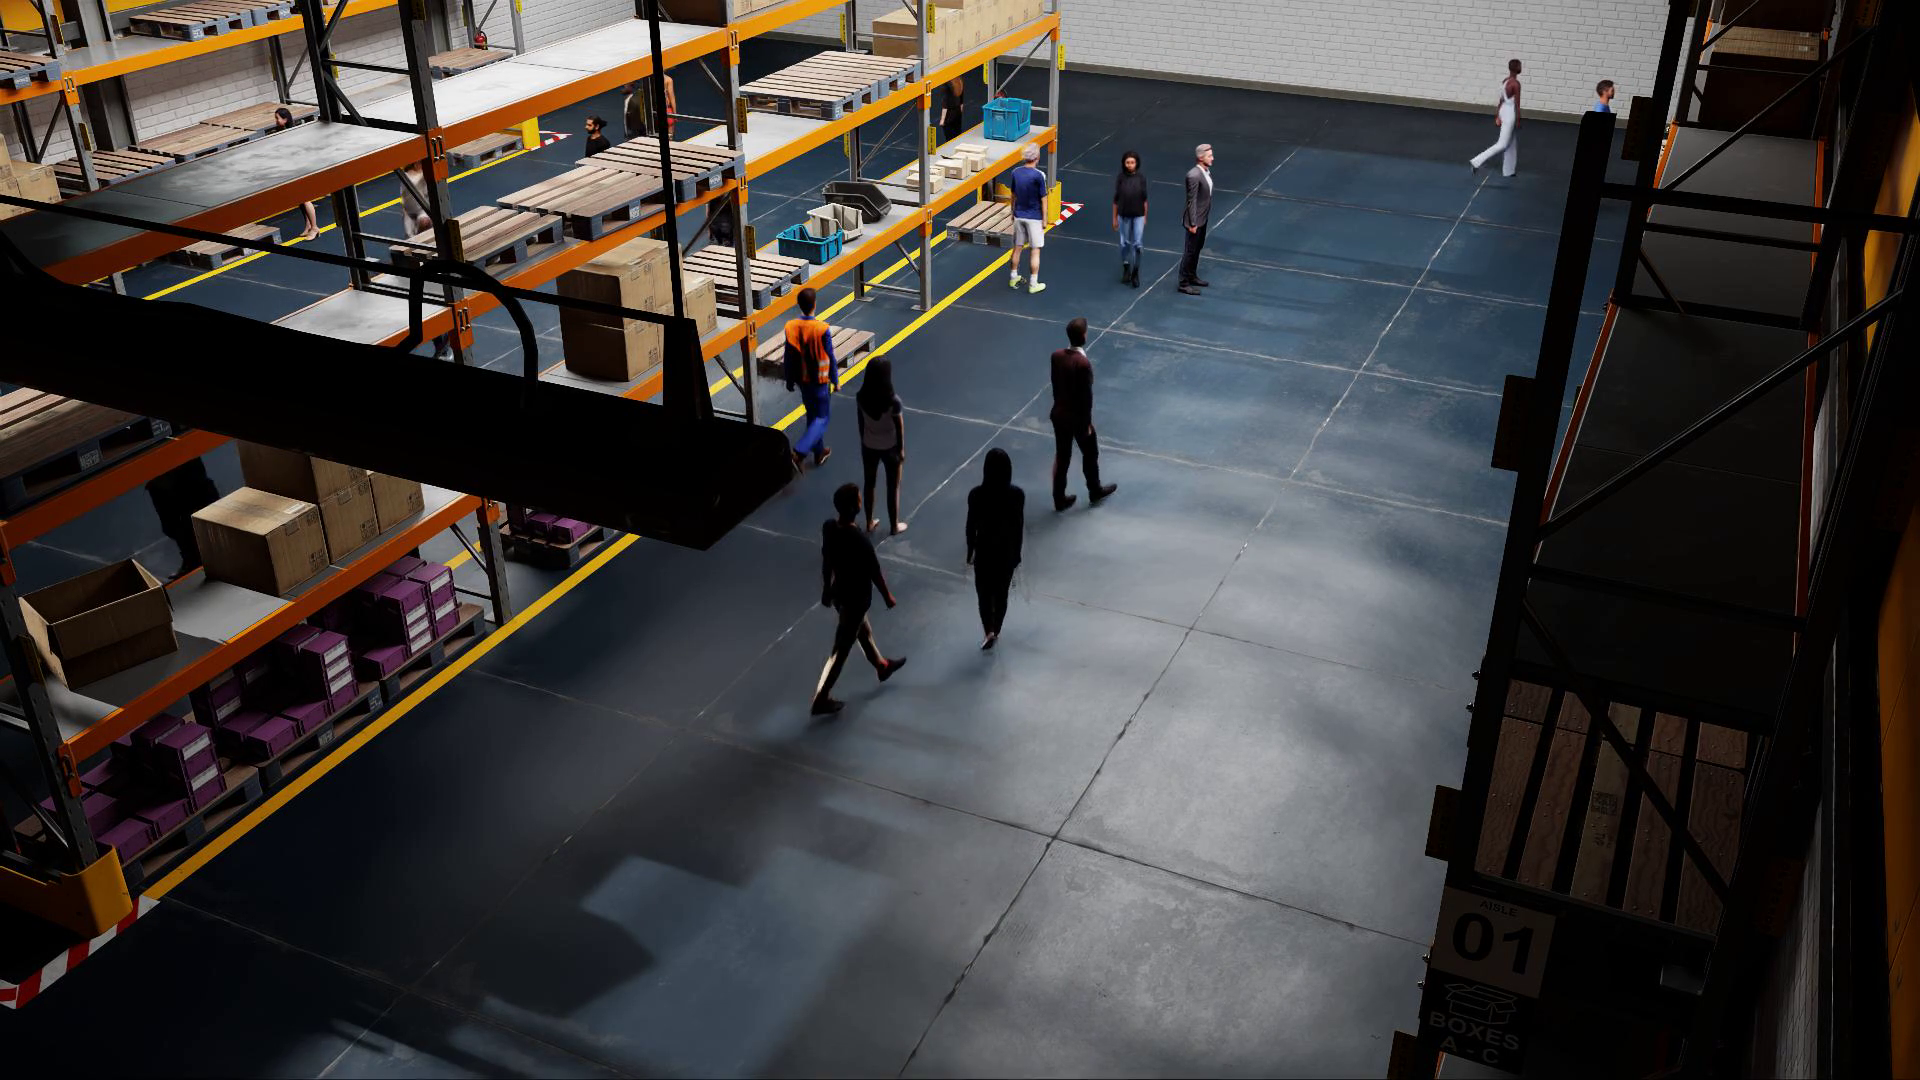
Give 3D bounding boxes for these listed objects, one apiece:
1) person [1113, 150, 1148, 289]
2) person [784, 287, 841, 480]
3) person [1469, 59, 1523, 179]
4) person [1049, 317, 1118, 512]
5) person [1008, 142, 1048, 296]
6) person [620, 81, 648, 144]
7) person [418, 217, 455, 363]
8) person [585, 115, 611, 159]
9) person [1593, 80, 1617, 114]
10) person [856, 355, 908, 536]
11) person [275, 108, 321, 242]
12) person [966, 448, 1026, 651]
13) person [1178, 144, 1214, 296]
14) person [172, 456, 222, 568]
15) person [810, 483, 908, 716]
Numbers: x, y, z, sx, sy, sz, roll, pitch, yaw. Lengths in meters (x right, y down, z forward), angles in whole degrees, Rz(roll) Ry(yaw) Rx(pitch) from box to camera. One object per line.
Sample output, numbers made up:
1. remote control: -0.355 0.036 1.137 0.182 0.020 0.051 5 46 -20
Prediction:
1. person: 2.121 -4.035 20.708 0.710 1.687 0.827 3 29 5
2. person: -1.439 -1.465 15.839 0.731 1.839 1.096 14 32 24
3. person: 7.995 -6.166 24.543 1.002 1.755 1.062 -5 29 -8
4. person: 0.980 -1.103 15.163 1.038 1.849 0.911 -24 37 -37
5. person: 0.836 -3.956 20.414 0.711 1.830 0.644 19 34 31
6. person: -4.496 -5.628 23.543 1.267 1.769 1.054 -19 34 -30
7. person: -5.760 -2.656 18.153 0.589 1.712 0.721 11 30 19
8. person: -4.726 -4.717 21.885 0.717 1.758 0.718 -22 35 -34
9. person: 8.819 -5.457 23.131 0.723 1.863 0.526 10 30 17
10. person: -0.710 -0.853 14.855 0.597 1.706 0.518 11 30 19
11. person: -8.855 -4.882 22.174 0.795 1.769 0.774 -19 34 -31
12. person: 0.284 0.112 13.069 0.836 1.722 0.963 -1 29 -2
13. person: 2.905 -3.961 20.422 0.768 1.832 0.514 11 31 20
14. person: -6.134 -0.010 13.421 0.687 1.599 0.813 20 35 33
15. person: -0.874 0.489 12.292 1.267 1.805 0.992 -21 35 -33
